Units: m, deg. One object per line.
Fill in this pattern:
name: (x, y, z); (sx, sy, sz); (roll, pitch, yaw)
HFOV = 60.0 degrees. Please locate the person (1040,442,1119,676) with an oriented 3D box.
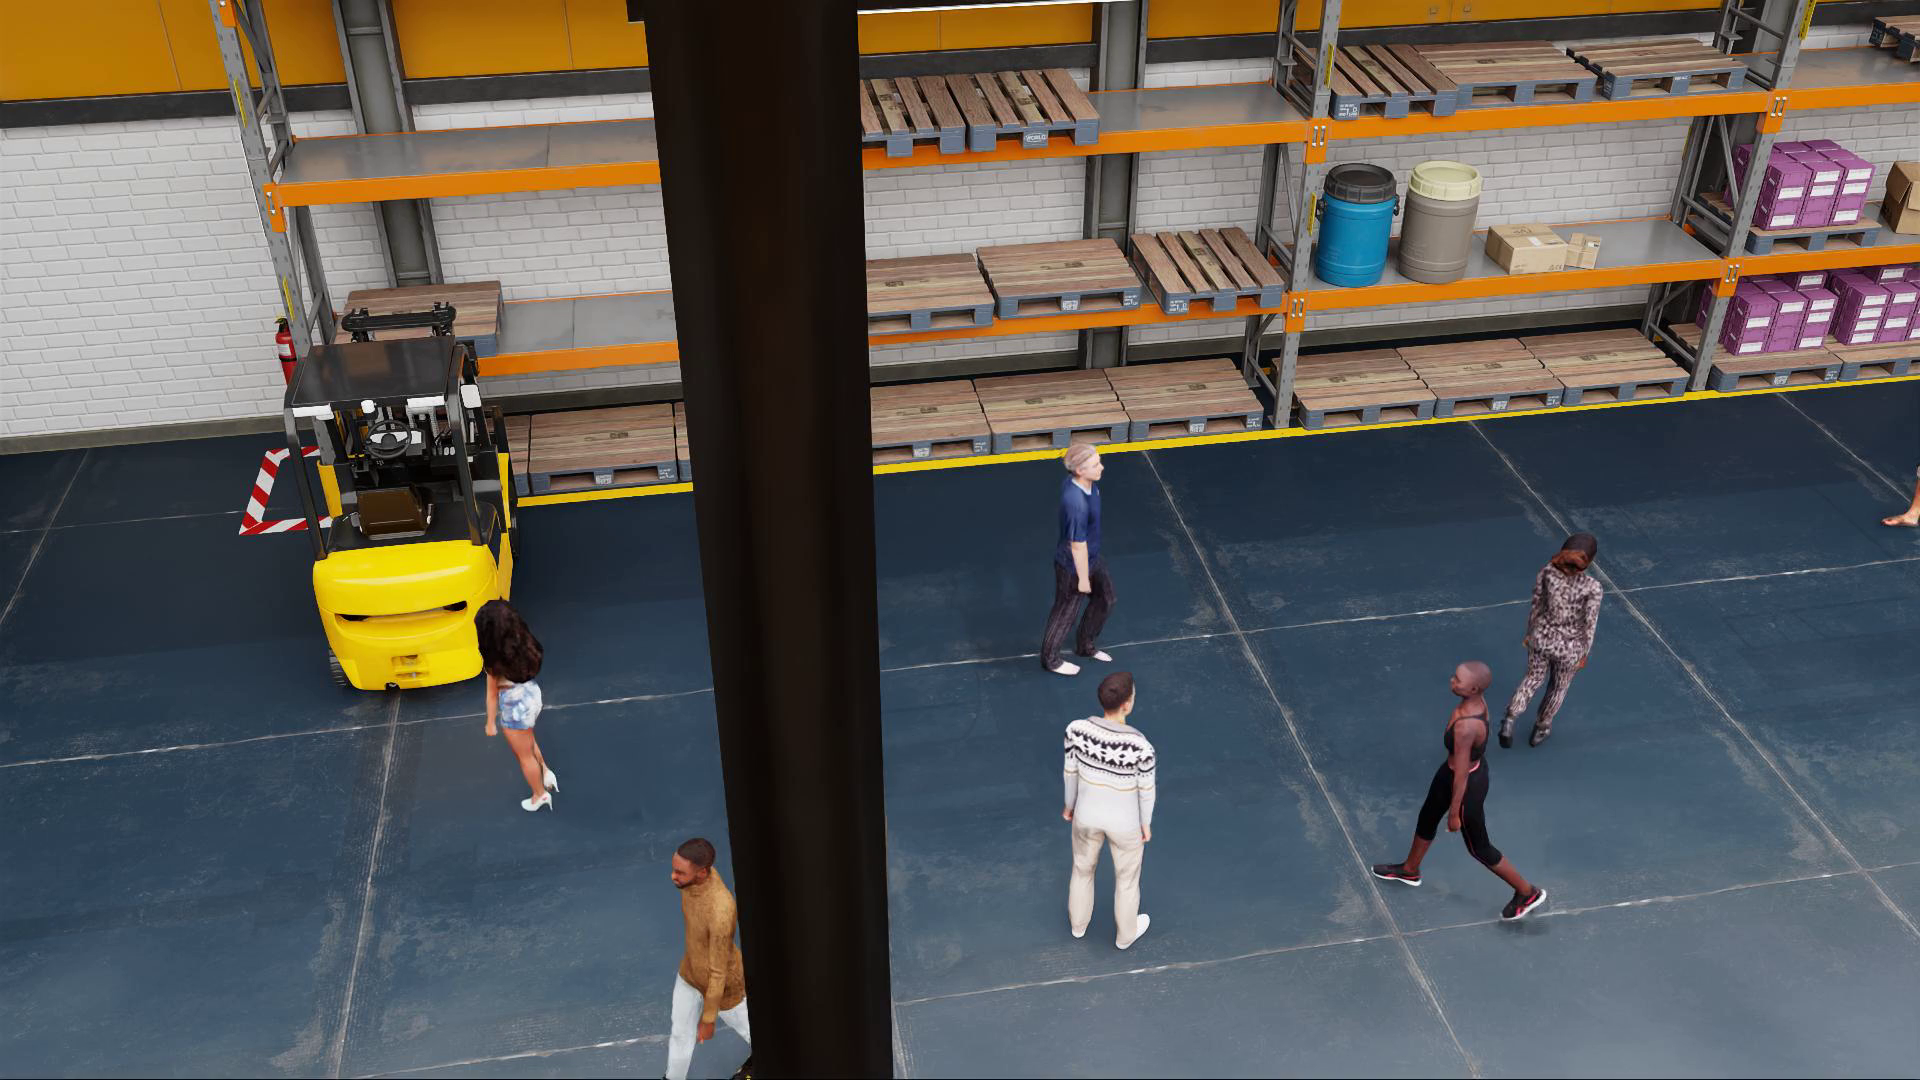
person: (0.714, 0.142, 11.334); (0.862, 1.851, 0.808); (6, 34, 9)

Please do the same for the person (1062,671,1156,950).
person: (0.821, 1.522, 9.249); (0.716, 1.859, 0.828); (13, 36, 19)

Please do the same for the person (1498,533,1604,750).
person: (3.768, 0.706, 10.619); (0.851, 1.702, 0.959); (28, 43, 35)

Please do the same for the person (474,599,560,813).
person: (-2.631, 1.056, 10.171); (0.696, 1.615, 0.647); (6, 34, 9)

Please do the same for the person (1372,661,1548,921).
person: (2.973, 1.449, 9.490); (1.281, 1.714, 1.000); (10, 35, 14)

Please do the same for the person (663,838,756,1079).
person: (-1.146, 2.152, 8.369); (1.131, 1.784, 0.935); (-22, 40, -30)
